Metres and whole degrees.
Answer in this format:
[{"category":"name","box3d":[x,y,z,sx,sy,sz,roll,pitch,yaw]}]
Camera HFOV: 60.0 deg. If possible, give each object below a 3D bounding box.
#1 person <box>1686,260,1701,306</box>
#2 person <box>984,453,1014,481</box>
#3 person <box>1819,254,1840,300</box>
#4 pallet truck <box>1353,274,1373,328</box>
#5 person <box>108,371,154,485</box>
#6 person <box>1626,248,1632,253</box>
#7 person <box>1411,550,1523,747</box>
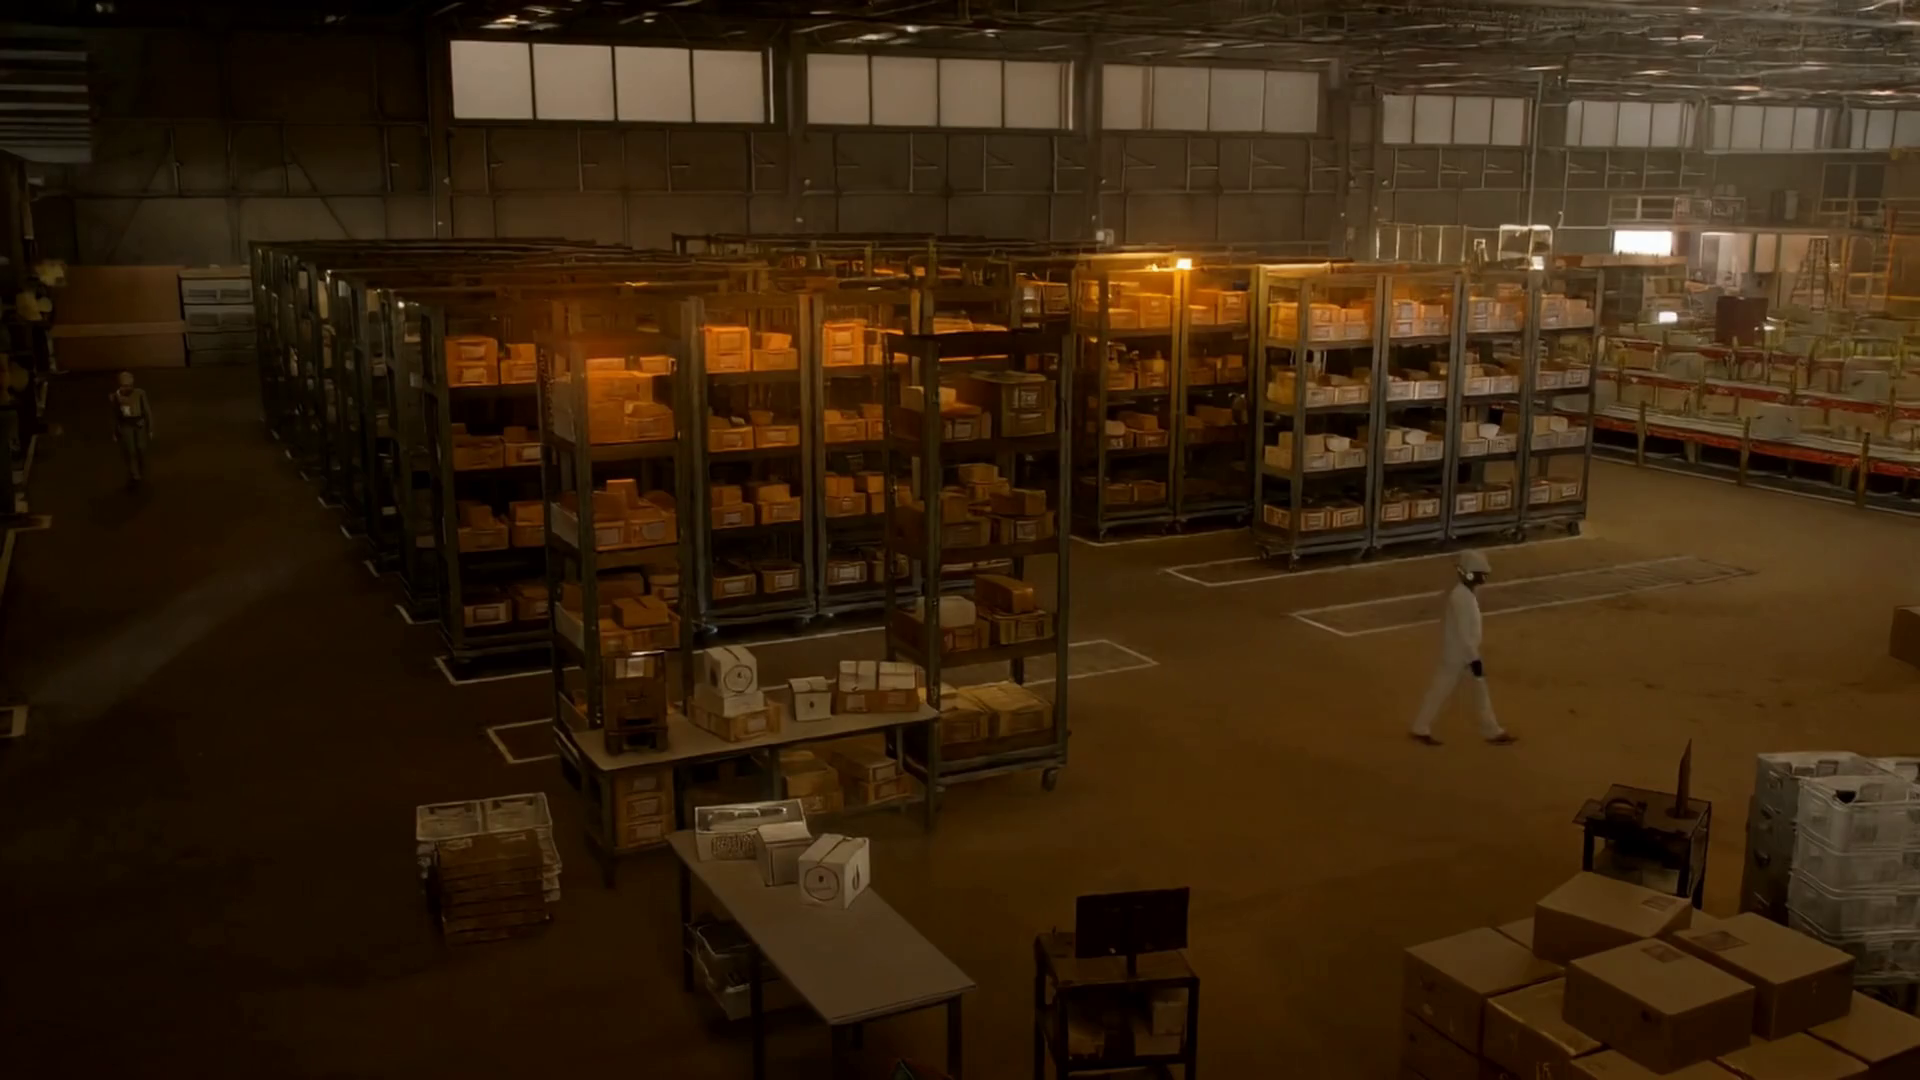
[{"category":"person","box3d":[27.921,-9.710,63.272,0.575,1.883,0.356,-6,13,-25]},{"category":"person","box3d":[0.581,-0.886,22.210,0.972,1.791,0.598,11,16,42]},{"category":"person","box3d":[35.884,-10.801,68.375,0.559,1.887,0.993,-11,16,-41]},{"category":"pallet truck","box3d":[13.011,-8.050,55.243,0.823,1.965,1.885,-7,14,-28]},{"category":"person","box3d":[-13.097,-1.773,26.299,0.627,1.819,0.425,-9,15,-36]},{"category":"person","box3d":[30.005,-12.232,75.120,1.006,1.872,0.625,11,16,41]},{"category":"person","box3d":[4.255,0.931,13.922,0.906,1.702,0.567,6,13,25]}]
